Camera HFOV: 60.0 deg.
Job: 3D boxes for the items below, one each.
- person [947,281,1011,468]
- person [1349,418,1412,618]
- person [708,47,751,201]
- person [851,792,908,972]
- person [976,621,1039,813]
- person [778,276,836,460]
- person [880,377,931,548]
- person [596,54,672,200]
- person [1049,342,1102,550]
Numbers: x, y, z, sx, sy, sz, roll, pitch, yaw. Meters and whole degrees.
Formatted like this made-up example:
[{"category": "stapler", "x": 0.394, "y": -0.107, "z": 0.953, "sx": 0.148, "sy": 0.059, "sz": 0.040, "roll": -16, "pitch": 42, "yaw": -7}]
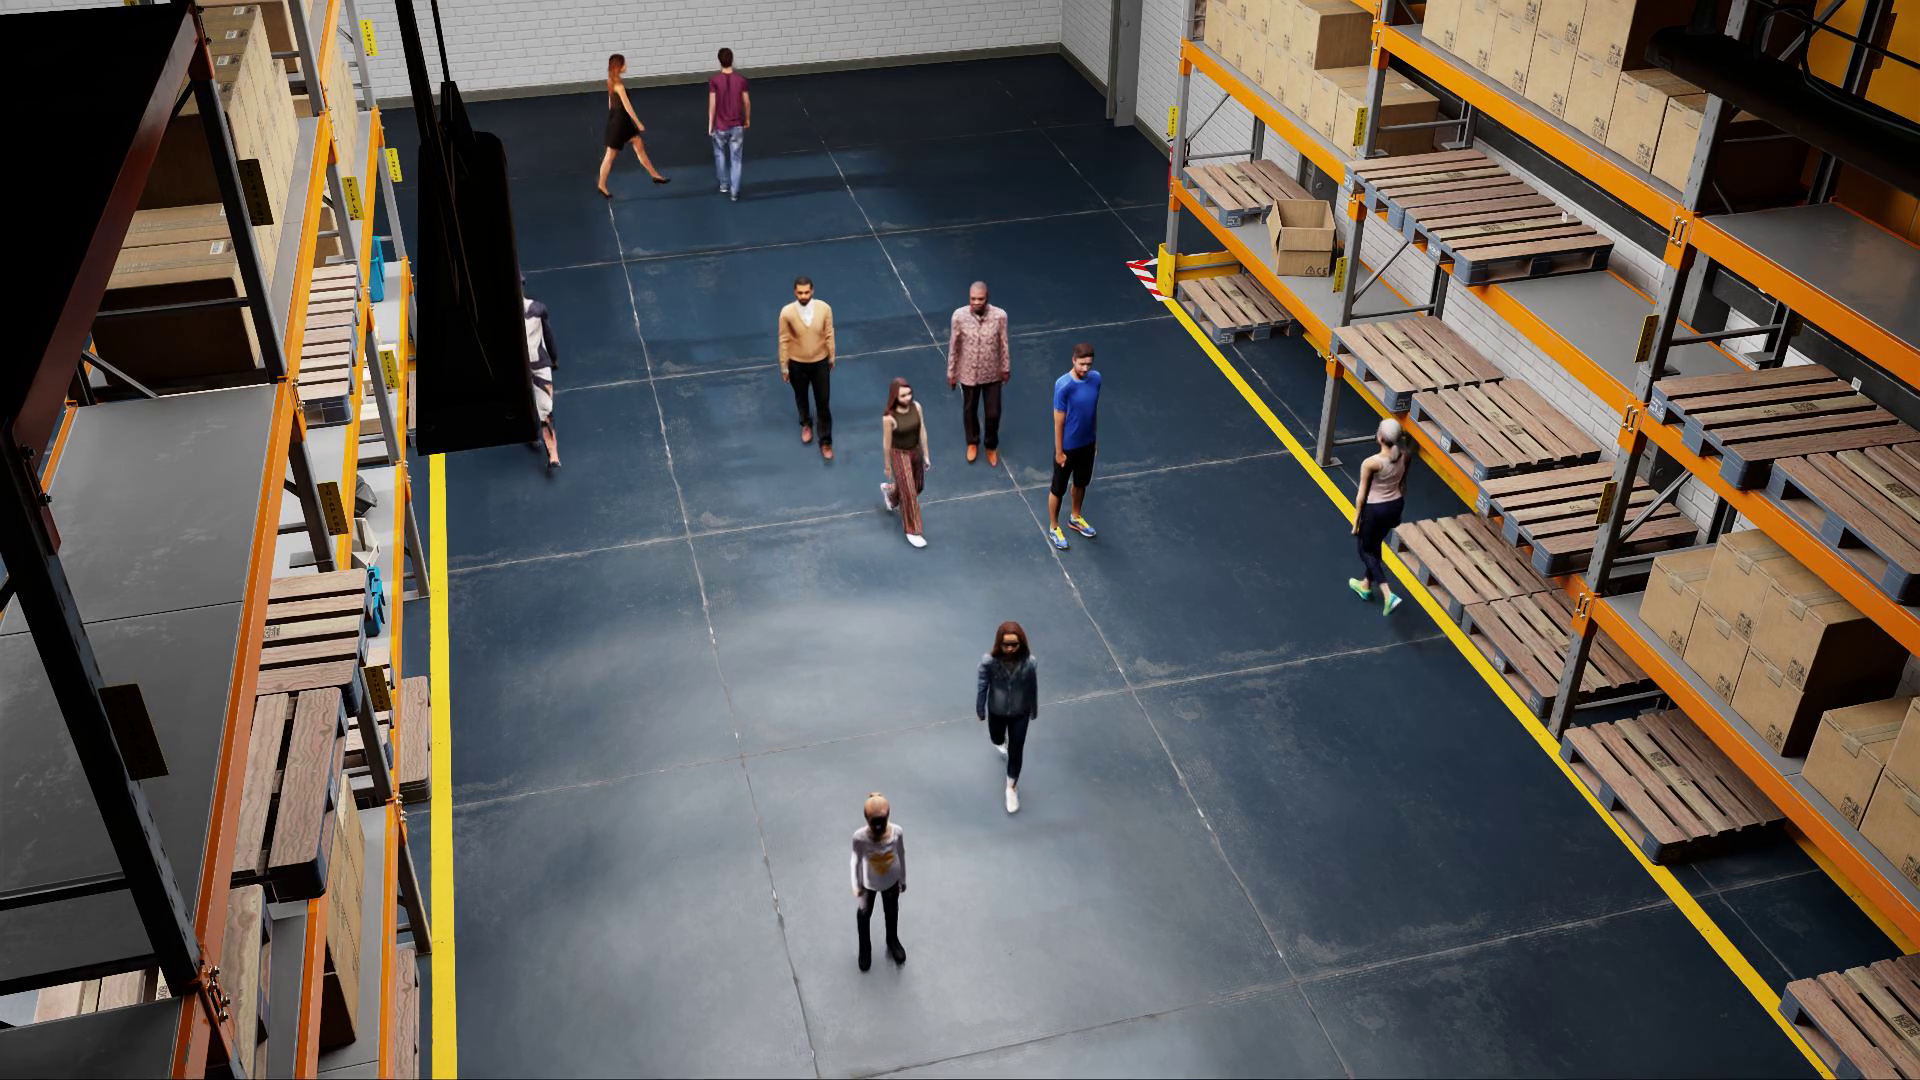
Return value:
[{"category": "person", "x": 0.188, "y": -1.573, "z": 15.195, "sx": 0.810, "sy": 1.789, "sz": 0.784, "roll": 2, "pitch": 34, "yaw": 3}, {"category": "person", "x": 3.370, "y": -0.134, "z": 13.129, "sx": 0.671, "sy": 1.680, "sz": 0.992, "roll": -12, "pitch": 35, "yaw": -17}, {"category": "person", "x": -2.824, "y": -5.063, "z": 20.417, "sx": 0.695, "sy": 1.821, "sz": 0.731, "roll": -8, "pitch": 34, "yaw": -12}, {"category": "person", "x": -0.499, "y": 2.067, "z": 10.180, "sx": 0.481, "sy": 1.279, "sz": 0.483, "roll": -9, "pitch": 35, "yaw": -13}, {"category": "person", "x": 0.332, "y": 1.120, "z": 11.449, "sx": 0.734, "sy": 1.450, "sz": 1.003, "roll": -1, "pitch": 34, "yaw": -2}, {"category": "person", "x": -1.409, "y": -1.675, "z": 15.408, "sx": 0.744, "sy": 1.725, "sz": 1.007, "roll": -5, "pitch": 34, "yaw": -7}, {"category": "person", "x": -0.502, "y": -0.728, "z": 14.143, "sx": 0.763, "sy": 1.546, "sz": 1.027, "roll": -20, "pitch": 38, "yaw": -27}, {"category": "person", "x": -4.253, "y": -4.989, "z": 20.339, "sx": 0.657, "sy": 1.785, "sz": 1.102, "roll": -11, "pitch": 35, "yaw": -17}, {"category": "person", "x": 0.961, "y": -0.835, "z": 14.015, "sx": 0.680, "sy": 1.866, "sz": 0.674, "roll": -20, "pitch": 39, "yaw": -28}]
